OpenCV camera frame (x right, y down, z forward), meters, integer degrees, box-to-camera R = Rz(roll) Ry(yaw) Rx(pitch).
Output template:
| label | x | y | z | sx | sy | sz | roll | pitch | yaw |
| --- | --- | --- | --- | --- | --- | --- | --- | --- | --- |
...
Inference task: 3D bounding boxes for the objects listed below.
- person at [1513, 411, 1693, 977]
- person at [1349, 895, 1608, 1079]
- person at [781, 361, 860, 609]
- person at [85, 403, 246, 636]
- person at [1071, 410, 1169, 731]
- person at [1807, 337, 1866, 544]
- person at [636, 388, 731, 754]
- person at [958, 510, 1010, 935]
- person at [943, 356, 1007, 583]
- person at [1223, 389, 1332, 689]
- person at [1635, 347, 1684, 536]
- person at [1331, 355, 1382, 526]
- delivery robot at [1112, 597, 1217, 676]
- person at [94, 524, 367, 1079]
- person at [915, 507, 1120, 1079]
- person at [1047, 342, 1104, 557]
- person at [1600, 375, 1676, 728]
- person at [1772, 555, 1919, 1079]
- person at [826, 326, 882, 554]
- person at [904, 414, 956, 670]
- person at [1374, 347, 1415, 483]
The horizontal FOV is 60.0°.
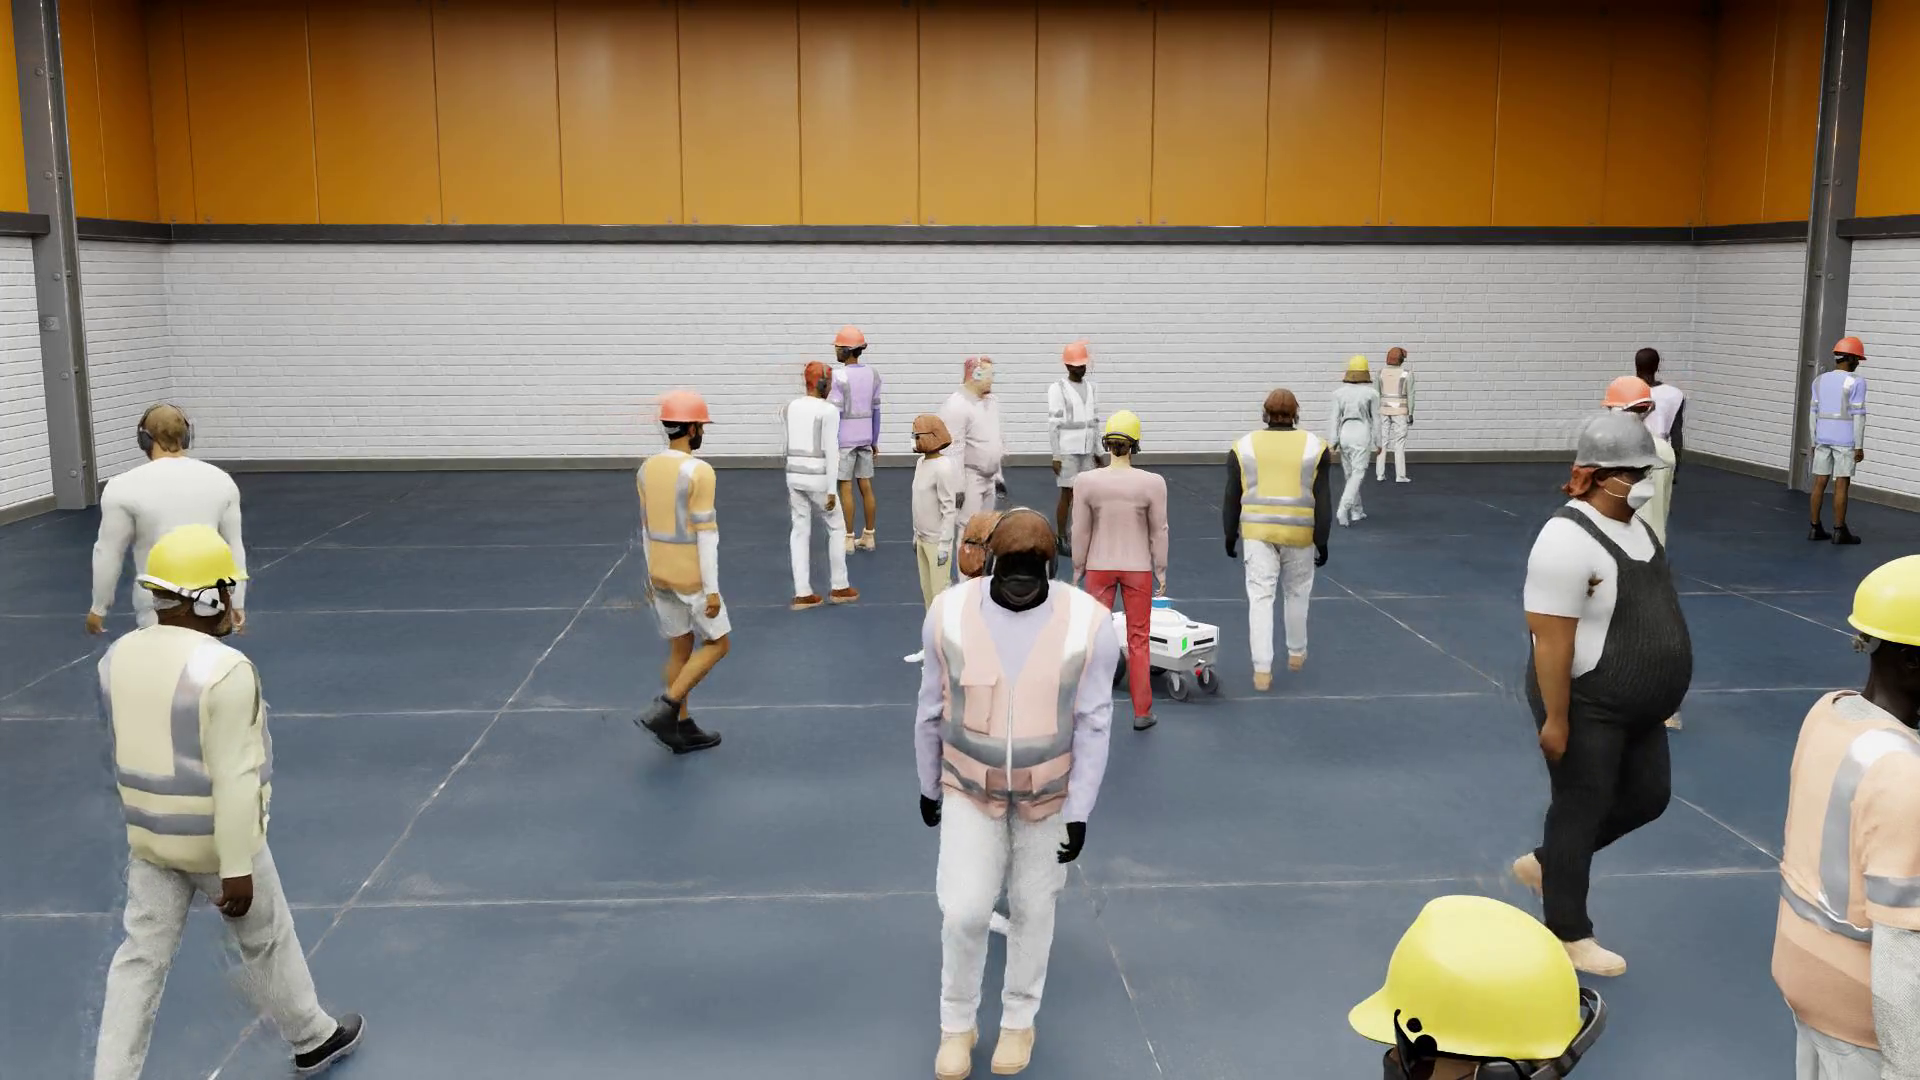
| label | x | y | z | sx | sy | sz | roll | pitch | yaw |
| --- | --- | --- | --- | --- | --- | --- | --- | --- | --- |
| person | 2.309 | 0.544 | 5.944 | 0.550 | 2.000 | 0.690 | 9 | 12 | 43 |
| person | 0.621 | 1.296 | 2.084 | 0.311 | 1.769 | 0.522 | 0 | 9 | 3 |
| person | -1.068 | -0.427 | 12.619 | 0.565 | 1.853 | 0.739 | 6 | 11 | 31 |
| person | -3.808 | 0.293 | 7.979 | 1.005 | 1.883 | 0.650 | 6 | 11 | 33 |
| person | 0.878 | 0.170 | 9.154 | 0.534 | 1.767 | 0.314 | 2 | 9 | 10 |
| person | 8.204 | -0.925 | 15.524 | 0.385 | 1.927 | 0.545 | -4 | 10 | -22 |
| person | -1.444 | 0.181 | 8.586 | 0.569 | 1.921 | 0.488 | 8 | 12 | 41 |
| person | 0.079 | 0.685 | 6.351 | 0.556 | 1.613 | 0.523 | 9 | 13 | 43 |
| person | 0.115 | -0.436 | 12.573 | 0.403 | 1.897 | 0.694 | 4 | 10 | 26 |
| person | 1.966 | -0.034 | 10.317 | 0.661 | 1.798 | 0.915 | 2 | 9 | 13 |
| person | 5.688 | -0.645 | 13.832 | 0.609 | 1.904 | 0.594 | 1 | 9 | 5 |
| person | 3.957 | -1.005 | 16.712 | 0.488 | 1.713 | 0.848 | 6 | 11 | 35 |
| delivery robot | 1.205 | 0.586 | 10.038 | 0.477 | 0.478 | 0.707 | -8 | 12 | -41 |
| person | -2.237 | 0.838 | 4.909 | 0.613 | 1.783 | 0.925 | 4 | 10 | 26 |
| person | 0.166 | 0.791 | 5.123 | 0.634 | 1.812 | 0.522 | 1 | 9 | 6 |
| person | 1.084 | -0.799 | 14.842 | 0.680 | 1.912 | 0.366 | -7 | 12 | -38 |
| person | 3.738 | 0.042 | 9.418 | 0.651 | 1.935 | 1.035 | -3 | 10 | -20 |
| person | 1.958 | 0.979 | 3.569 | 0.378 | 1.925 | 0.594 | 2 | 9 | 12 |
| person | -0.982 | -0.895 | 14.957 | 0.615 | 2.045 | 0.365 | -9 | 13 | -44 |
| person | -0.179 | 0.015 | 10.539 | 0.266 | 1.631 | 0.507 | -4 | 10 | -21 |
| person | 5.225 | -1.504 | 20.053 | 0.516 | 1.640 | 0.314 | 7 | 12 | 38 |
